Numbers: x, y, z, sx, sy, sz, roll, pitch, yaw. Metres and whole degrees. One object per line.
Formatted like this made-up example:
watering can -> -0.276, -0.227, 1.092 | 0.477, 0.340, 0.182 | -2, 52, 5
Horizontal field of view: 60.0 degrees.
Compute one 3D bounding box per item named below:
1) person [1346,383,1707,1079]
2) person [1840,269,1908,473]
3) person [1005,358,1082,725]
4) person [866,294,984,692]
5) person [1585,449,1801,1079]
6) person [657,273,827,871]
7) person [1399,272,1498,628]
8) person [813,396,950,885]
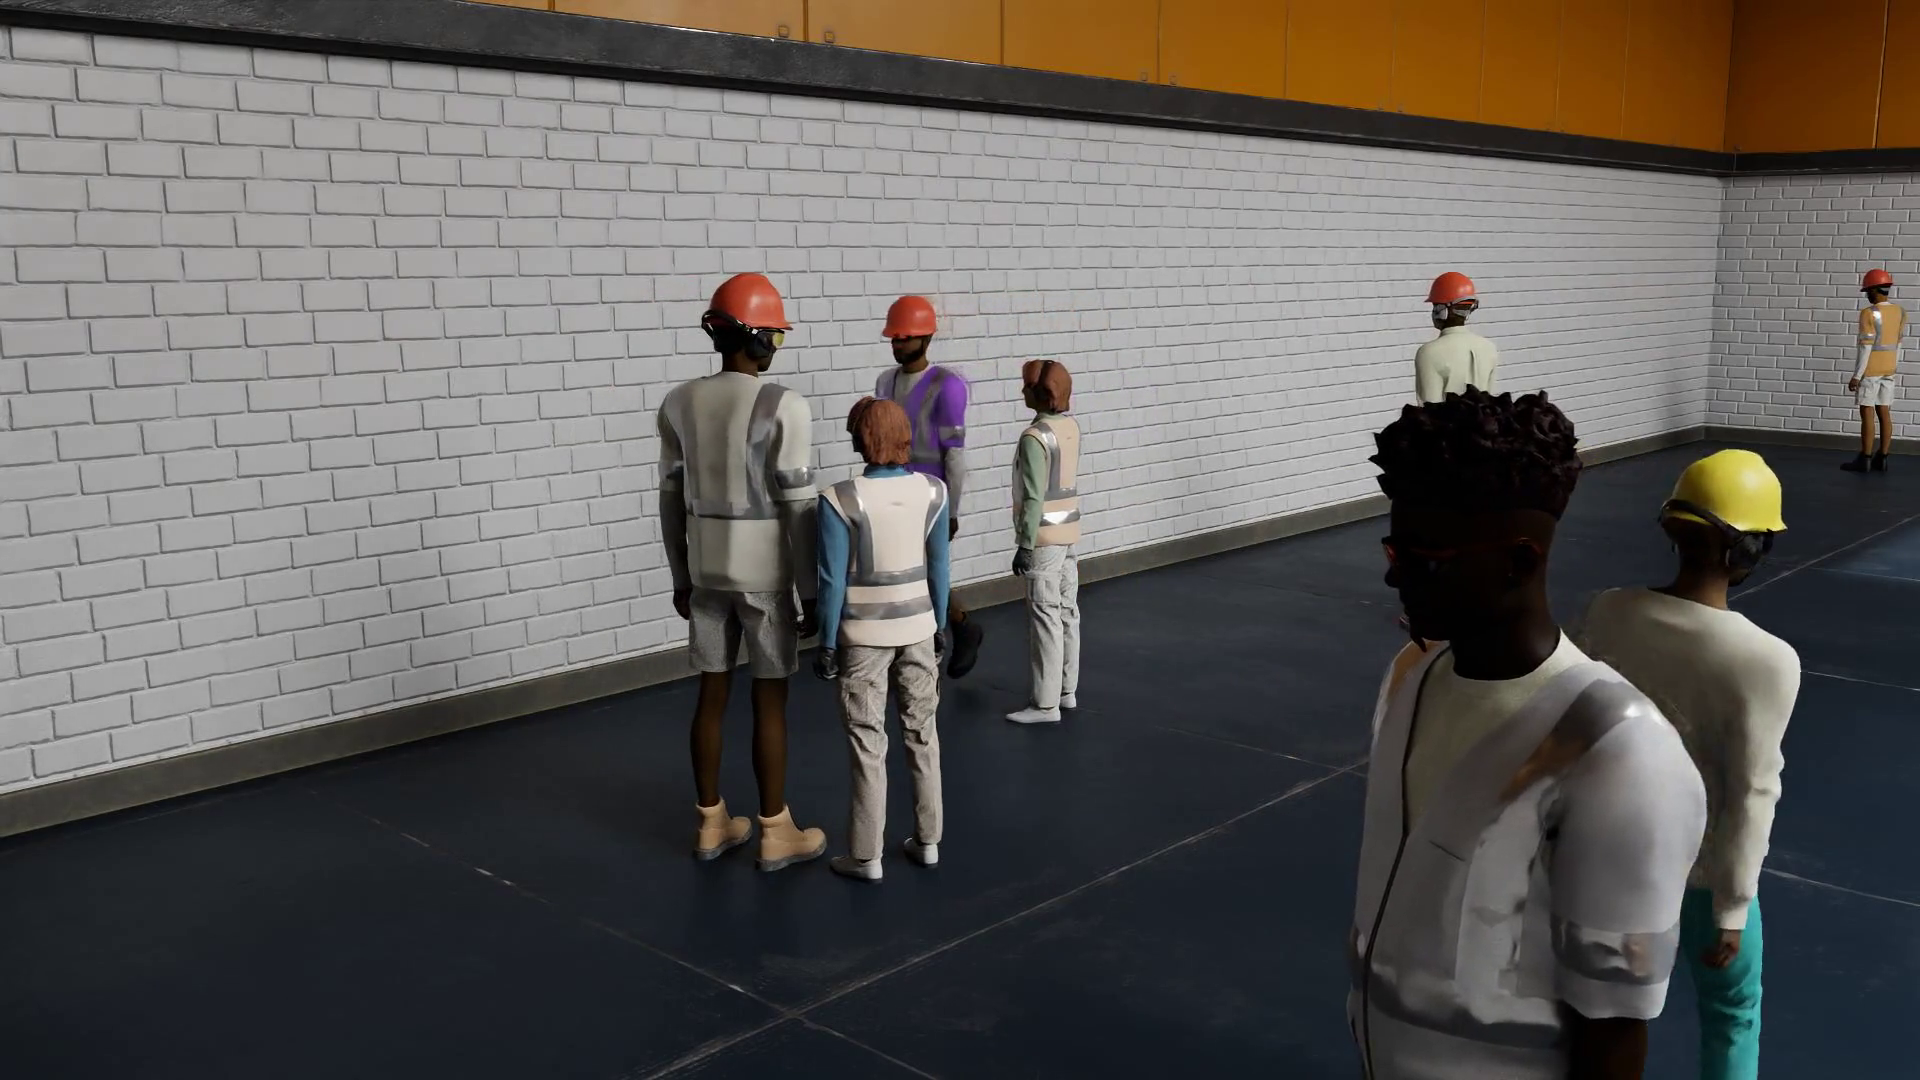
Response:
person -> 0.692, 0.770, 2.238 | 0.372, 1.958, 0.601 | -3, 10, -15
person -> 8.690, -1.604, 15.837 | 0.543, 1.928, 0.374 | -4, 11, -23
person -> 0.390, 0.009, 7.463 | 0.309, 1.644, 0.511 | 5, 11, 24
person -> -0.189, -0.209, 7.943 | 0.524, 1.917, 0.593 | -9, 13, -41
person -> 1.451, 0.664, 3.511 | 0.893, 1.724, 0.523 | -6, 12, -32
person -> -0.731, 0.111, 5.745 | 0.615, 2.041, 0.391 | 5, 11, 27
person -> 2.712, -0.483, 9.259 | 0.612, 1.996, 0.389 | -7, 12, -33
person -> -0.256, 0.337, 5.605 | 0.523, 1.639, 0.308 | -7, 12, -33
